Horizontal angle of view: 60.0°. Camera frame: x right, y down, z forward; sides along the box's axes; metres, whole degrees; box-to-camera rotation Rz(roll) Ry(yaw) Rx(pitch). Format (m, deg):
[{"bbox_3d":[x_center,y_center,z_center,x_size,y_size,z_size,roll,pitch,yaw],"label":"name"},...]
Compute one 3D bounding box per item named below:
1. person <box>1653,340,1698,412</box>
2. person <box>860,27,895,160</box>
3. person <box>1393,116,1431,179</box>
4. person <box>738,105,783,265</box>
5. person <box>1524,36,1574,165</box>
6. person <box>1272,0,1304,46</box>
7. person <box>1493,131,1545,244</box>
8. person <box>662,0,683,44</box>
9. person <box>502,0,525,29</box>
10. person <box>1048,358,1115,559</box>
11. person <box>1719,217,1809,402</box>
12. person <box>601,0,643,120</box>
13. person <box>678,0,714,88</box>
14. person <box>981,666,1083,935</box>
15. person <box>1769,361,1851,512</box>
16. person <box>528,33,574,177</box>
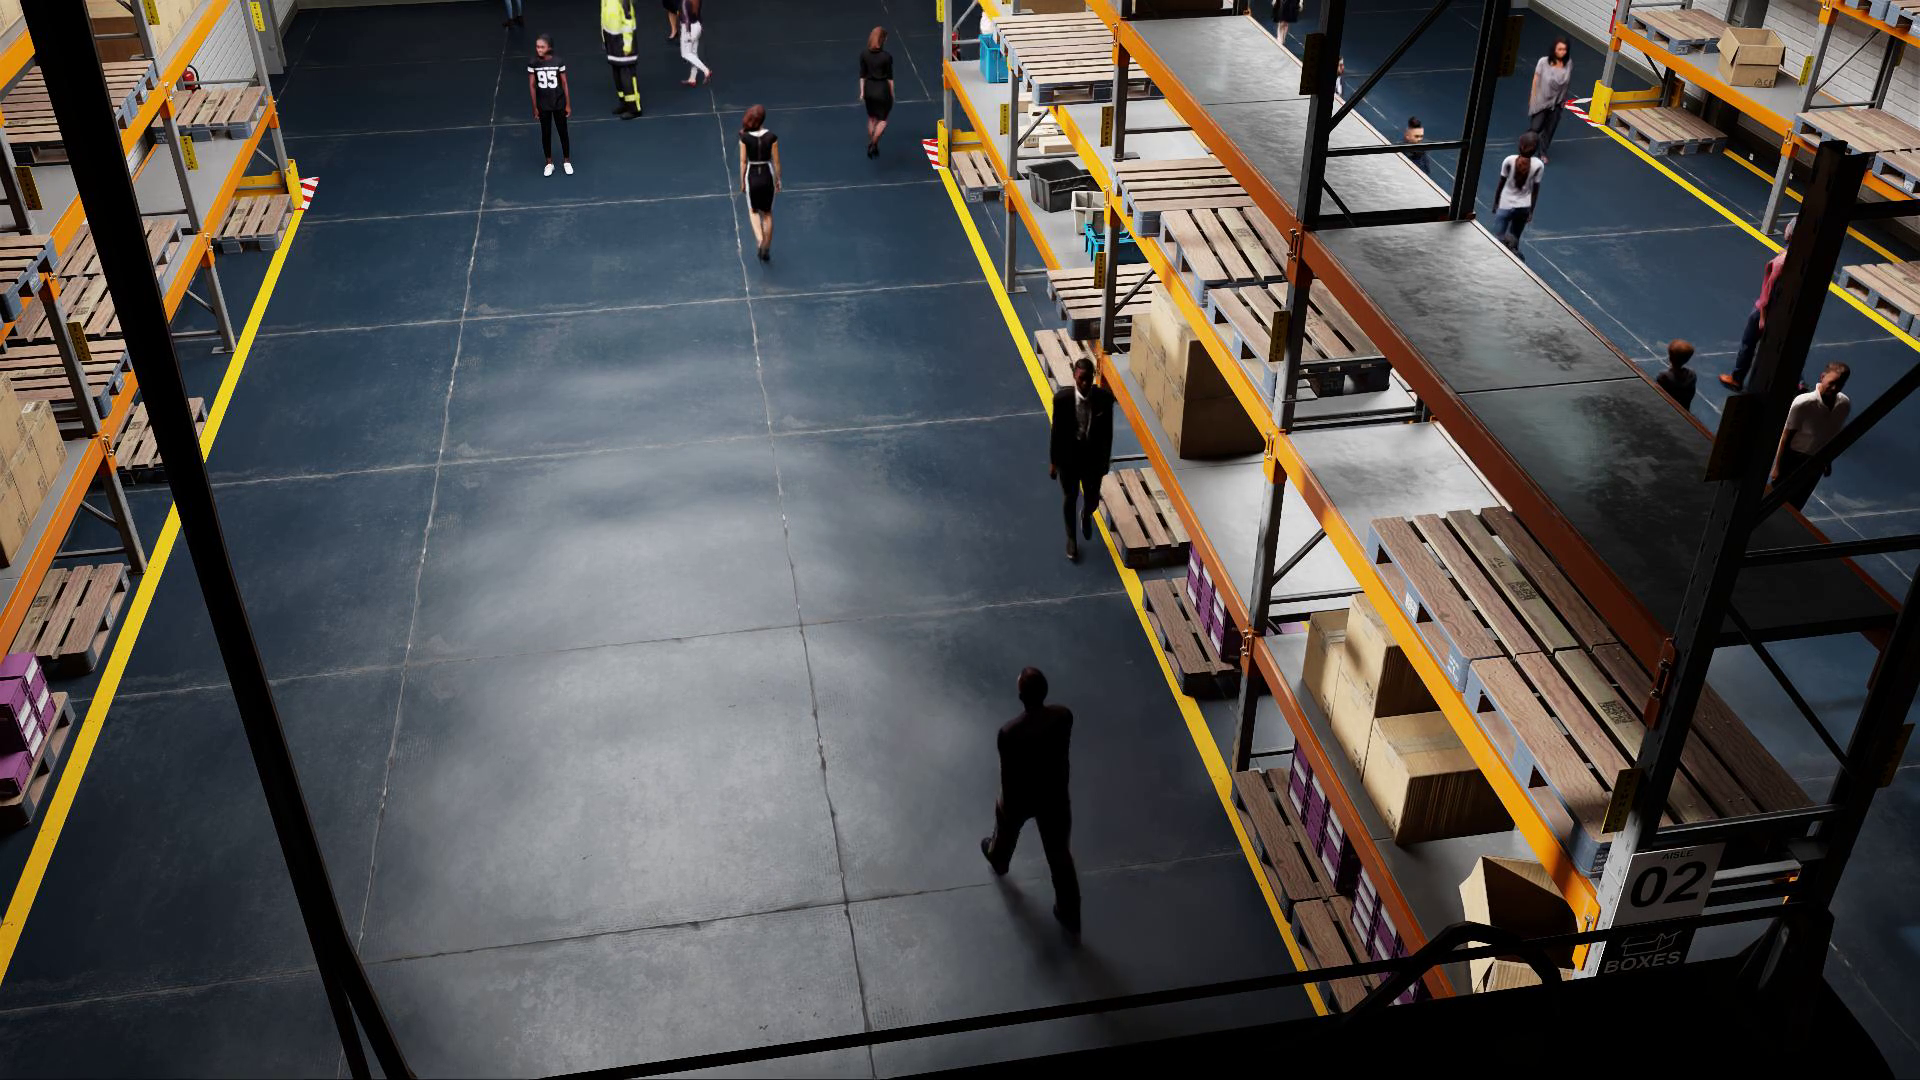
[{"bbox_3d":[6.049,-1.005,14.248,0.552,1.416,0.898,-5,34,-7],"label":"person"},{"bbox_3d":[-1.046,-5.527,20.809,0.848,1.683,0.992,10,35,14],"label":"person"},{"bbox_3d":[4.657,-3.695,17.913,0.885,1.839,1.085,-11,35,-16],"label":"person"},{"bbox_3d":[-2.179,-3.840,18.181,0.604,1.783,0.621,-4,34,-6],"label":"person"},{"bbox_3d":[7.413,-5.582,20.971,0.664,1.595,0.787,-1,34,-2],"label":"person"},{"bbox_3d":[4.779,-7.891,24.335,0.696,1.717,1.069,0,34,-1],"label":"person"},{"bbox_3d":[5.905,-3.491,17.726,0.824,1.707,1.018,9,35,13],"label":"person"},{"bbox_3d":[-4.323,-8.342,25.057,0.796,1.669,0.856,21,39,28],"label":"person"},{"bbox_3d":[-7.031,-8.824,25.814,0.781,1.634,0.728,24,40,31],"label":"person"},{"bbox_3d":[0.956,-0.708,13.462,0.735,1.790,0.776,1,34,2],"label":"person"},{"bbox_3d":[7.709,-2.110,15.559,0.823,1.804,1.170,-13,36,-18],"label":"person"},{"bbox_3d":[-4.536,-6.679,22.275,0.930,1.980,0.800,-25,41,-33],"label":"person"},{"bbox_3d":[-3.721,-7.116,23.278,0.870,1.597,0.850,12,35,17],"label":"person"},{"bbox_3d":[0.509,1.583,10.017,0.869,1.789,1.273,-13,36,-19],"label":"person"},{"bbox_3d":[6.712,-0.633,13.296,0.670,1.850,0.579,-3,34,-5],"label":"person"},{"bbox_3d":[-5.043,-5.375,20.539,0.606,1.731,0.531,-6,34,-9],"label":"person"}]
